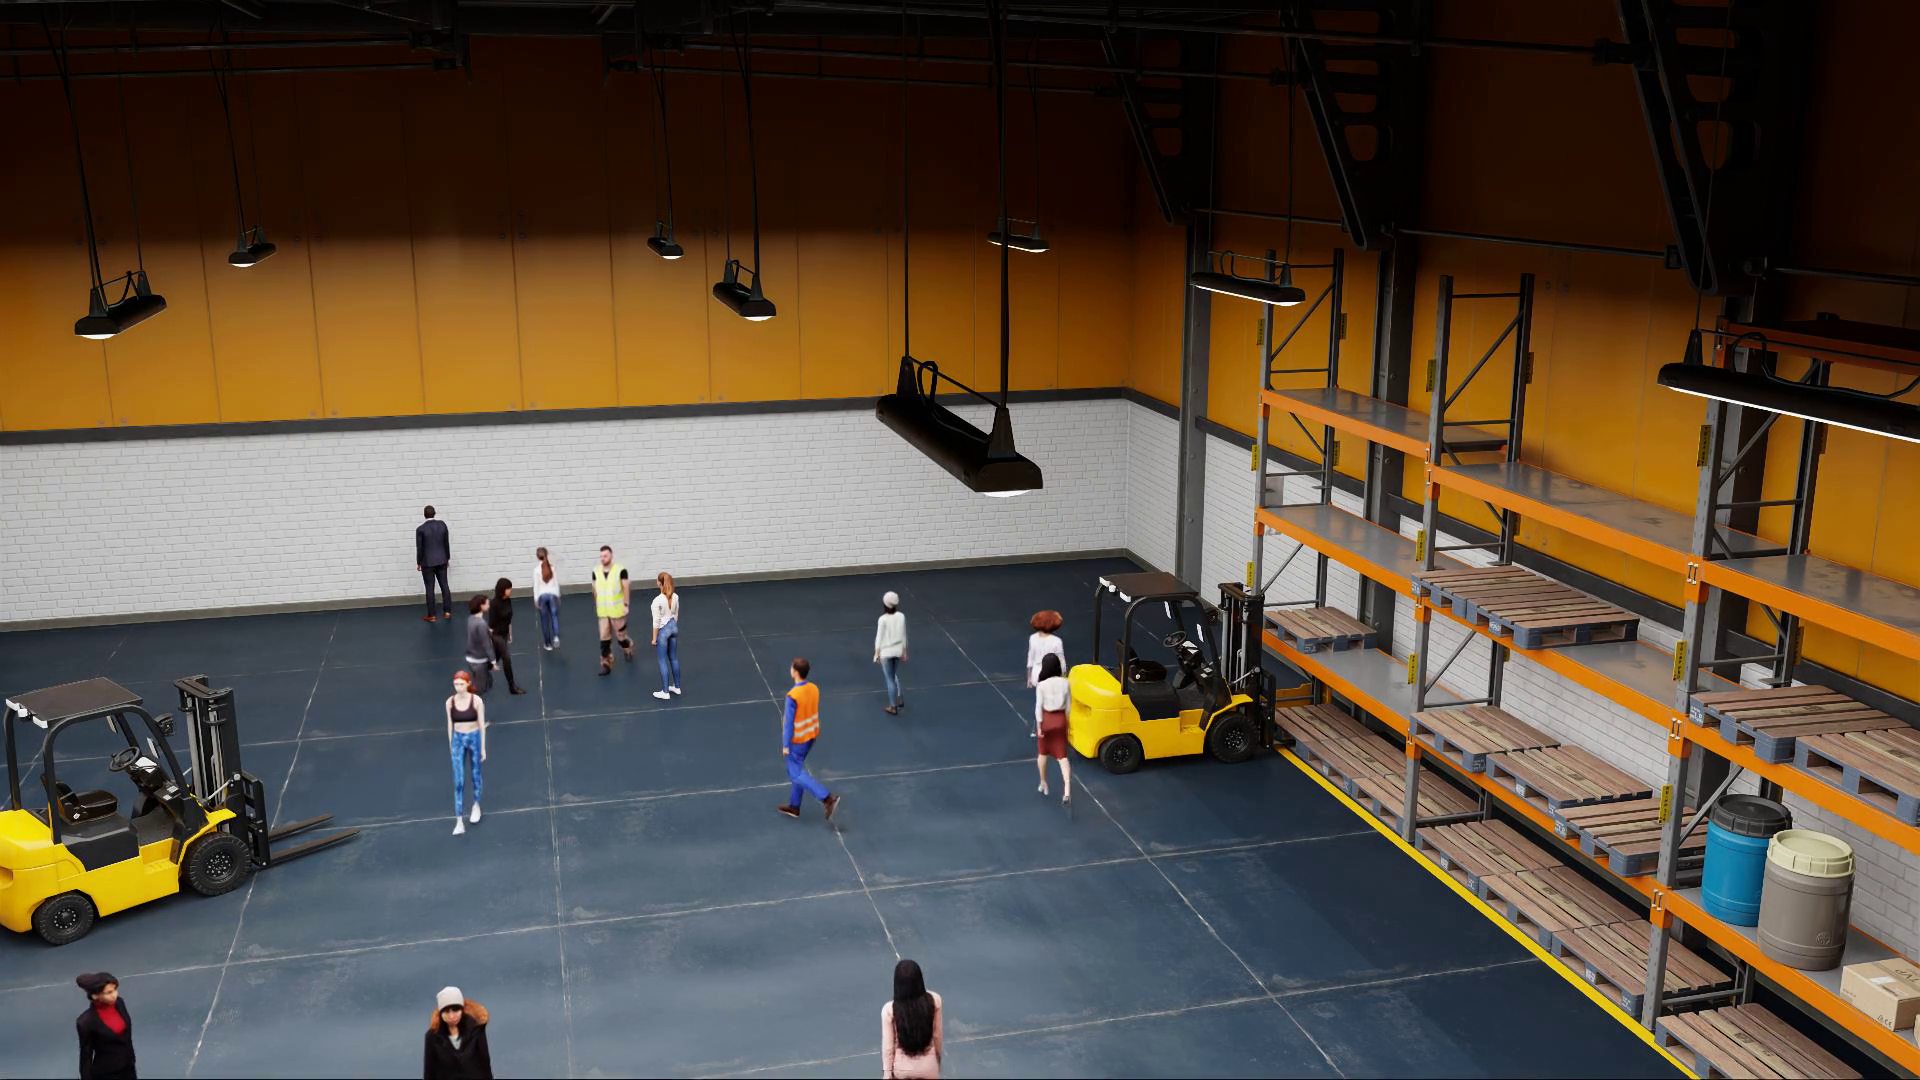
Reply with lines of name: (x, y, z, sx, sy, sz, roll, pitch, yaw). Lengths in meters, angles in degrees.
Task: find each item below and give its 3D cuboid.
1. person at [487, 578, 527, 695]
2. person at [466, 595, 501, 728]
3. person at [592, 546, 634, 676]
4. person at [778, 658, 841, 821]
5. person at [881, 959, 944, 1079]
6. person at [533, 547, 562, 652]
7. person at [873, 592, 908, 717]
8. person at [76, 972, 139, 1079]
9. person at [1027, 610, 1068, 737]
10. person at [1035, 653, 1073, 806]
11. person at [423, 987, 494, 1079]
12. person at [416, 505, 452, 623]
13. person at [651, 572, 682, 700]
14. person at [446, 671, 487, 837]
person: (-6.270, 1.304, 22.333, 1.014, 1.595, 1.090, 4, 14, 16)
person: (-6.161, 1.553, 20.971, 0.780, 1.753, 0.653, -11, 17, -37)
person: (-4.857, 0.956, 23.271, 0.925, 1.830, 1.115, 2, 14, 7)
person: (-1.674, 2.202, 18.098, 1.157, 1.843, 1.123, 7, 15, 27)
person: (-0.297, 3.809, 11.780, 0.610, 1.692, 1.101, -4, 14, -15)
person: (-5.989, 0.873, 24.210, 0.612, 1.549, 0.717, -7, 15, -26)
person: (-0.841, 1.483, 21.502, 0.692, 1.639, 0.721, -12, 18, -40)
person: (-6.118, 3.825, 11.859, 0.895, 1.624, 0.874, 4, 14, 17)
person: (1.009, 1.713, 20.427, 0.743, 1.698, 0.812, 9, 16, 32)
person: (1.076, 2.146, 18.587, 0.607, 1.722, 1.064, -3, 14, -13)
person: (-3.526, 3.866, 11.722, 0.655, 1.610, 0.860, -4, 14, -18)
person: (-8.159, 0.346, 25.805, 0.779, 1.824, 0.754, -11, 17, -37)
person: (-3.925, 1.261, 22.246, 0.732, 1.720, 0.687, 9, 16, 33)
person: (-5.319, 2.256, 18.063, 0.626, 1.754, 1.064, -2, 14, -9)
